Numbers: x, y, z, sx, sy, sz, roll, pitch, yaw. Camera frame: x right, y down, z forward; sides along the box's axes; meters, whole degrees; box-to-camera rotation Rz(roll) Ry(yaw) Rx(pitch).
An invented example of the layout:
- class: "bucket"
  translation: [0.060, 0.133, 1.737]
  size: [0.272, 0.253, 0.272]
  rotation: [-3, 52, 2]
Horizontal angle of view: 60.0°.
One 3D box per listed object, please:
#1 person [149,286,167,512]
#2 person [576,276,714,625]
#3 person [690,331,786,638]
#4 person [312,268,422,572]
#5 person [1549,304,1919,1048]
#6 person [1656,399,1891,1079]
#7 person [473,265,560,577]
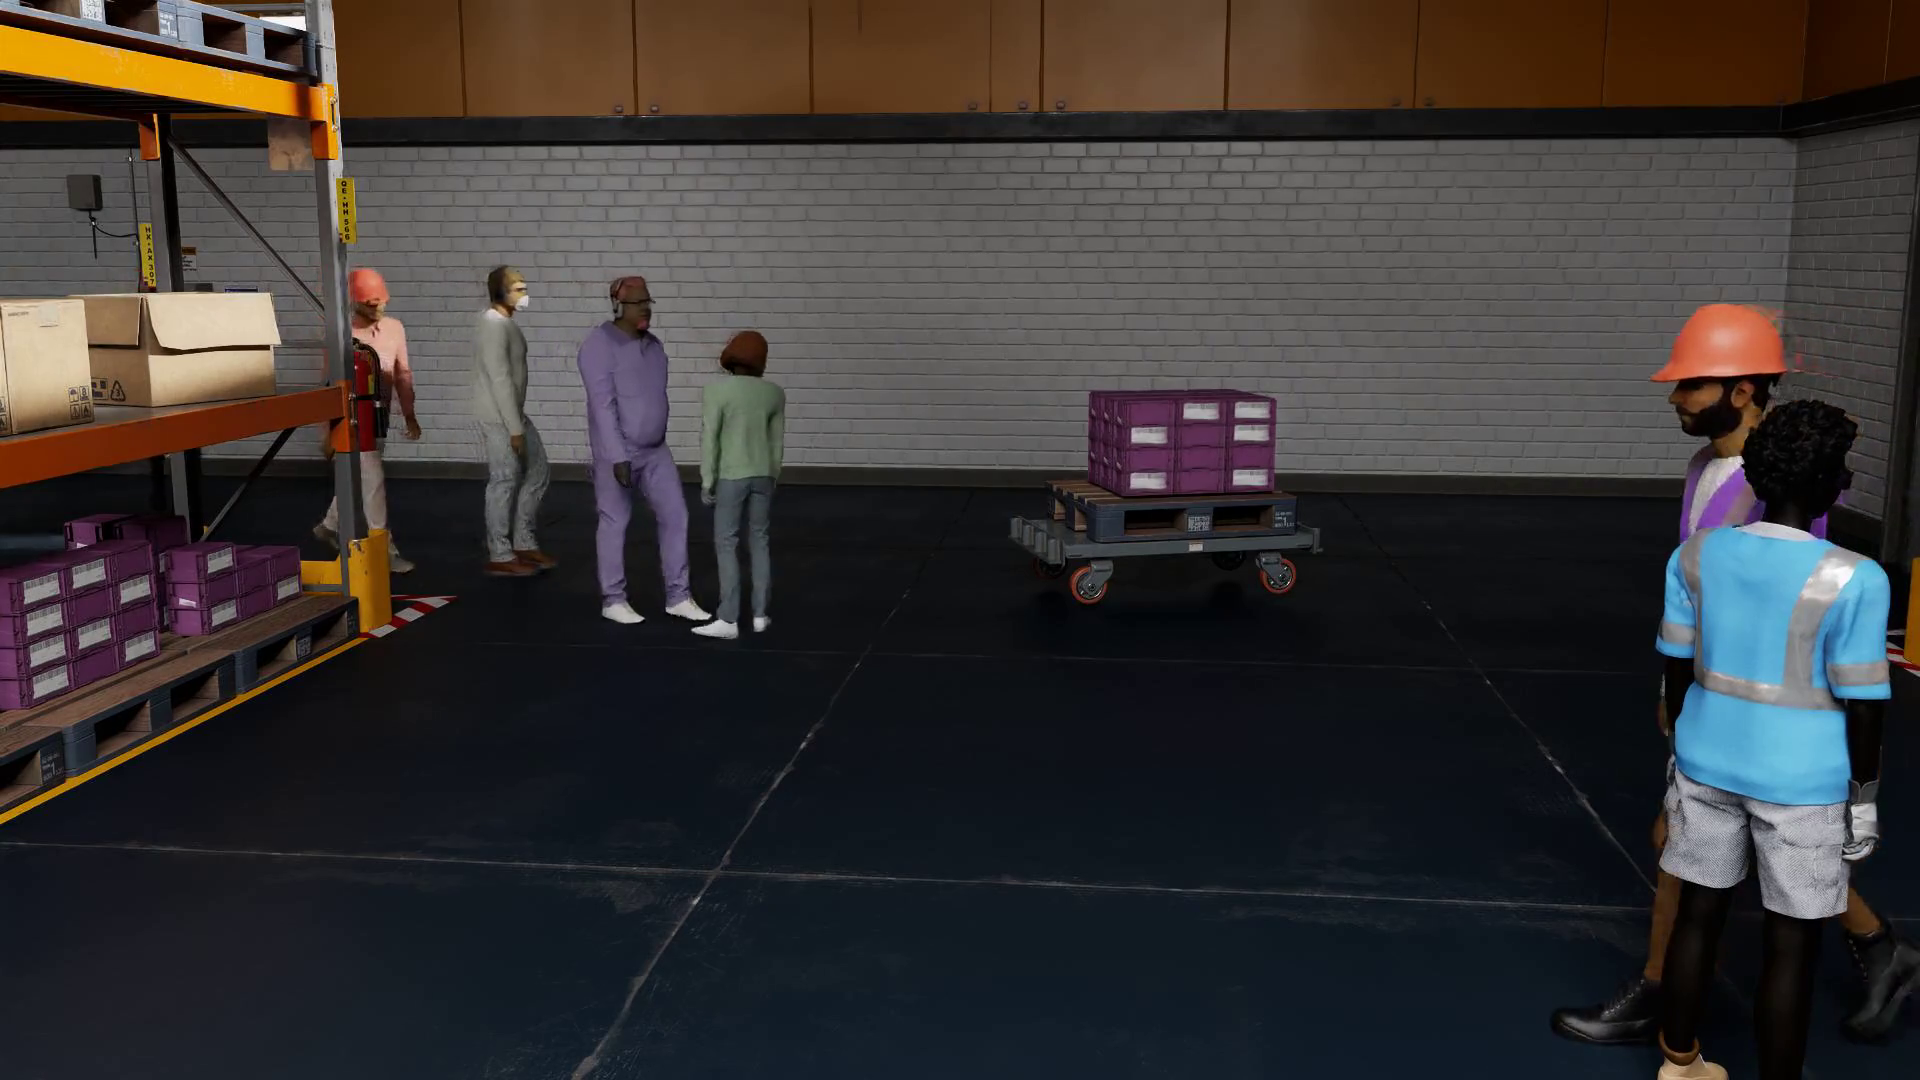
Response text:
- class: "person"
  translation: [-5.914, -1.095, 12.414]
  size: [0.573, 1.924, 0.493]
  rotation: [-7, 12, -36]
- class: "person"
  translation: [-1.657, -0.452, 8.876]
  size: [0.769, 1.879, 0.651]
  rotation: [7, 12, 34]
- class: "person"
  translation: [-1.191, -0.294, 8.769]
  size: [0.656, 1.595, 0.383]
  rotation: [-9, 13, -41]
- class: "person"
  translation: [-3.891, -0.771, 10.598]
  size: [0.962, 1.925, 0.667]
  rotation: [4, 11, 23]
- class: "person"
  translation: [2.025, 0.367, 4.129]
  size: [0.908, 1.904, 0.557]
  rotation: [1, 10, 6]
- class: "person"
  translation: [1.818, 0.533, 3.745]
  size: [0.316, 1.695, 0.542]
  rotation: [-6, 11, -29]
- class: "person"
  translation: [-2.699, -0.718, 10.235]
  size: [0.571, 1.926, 0.662]
  rotation: [-1, 10, -7]
